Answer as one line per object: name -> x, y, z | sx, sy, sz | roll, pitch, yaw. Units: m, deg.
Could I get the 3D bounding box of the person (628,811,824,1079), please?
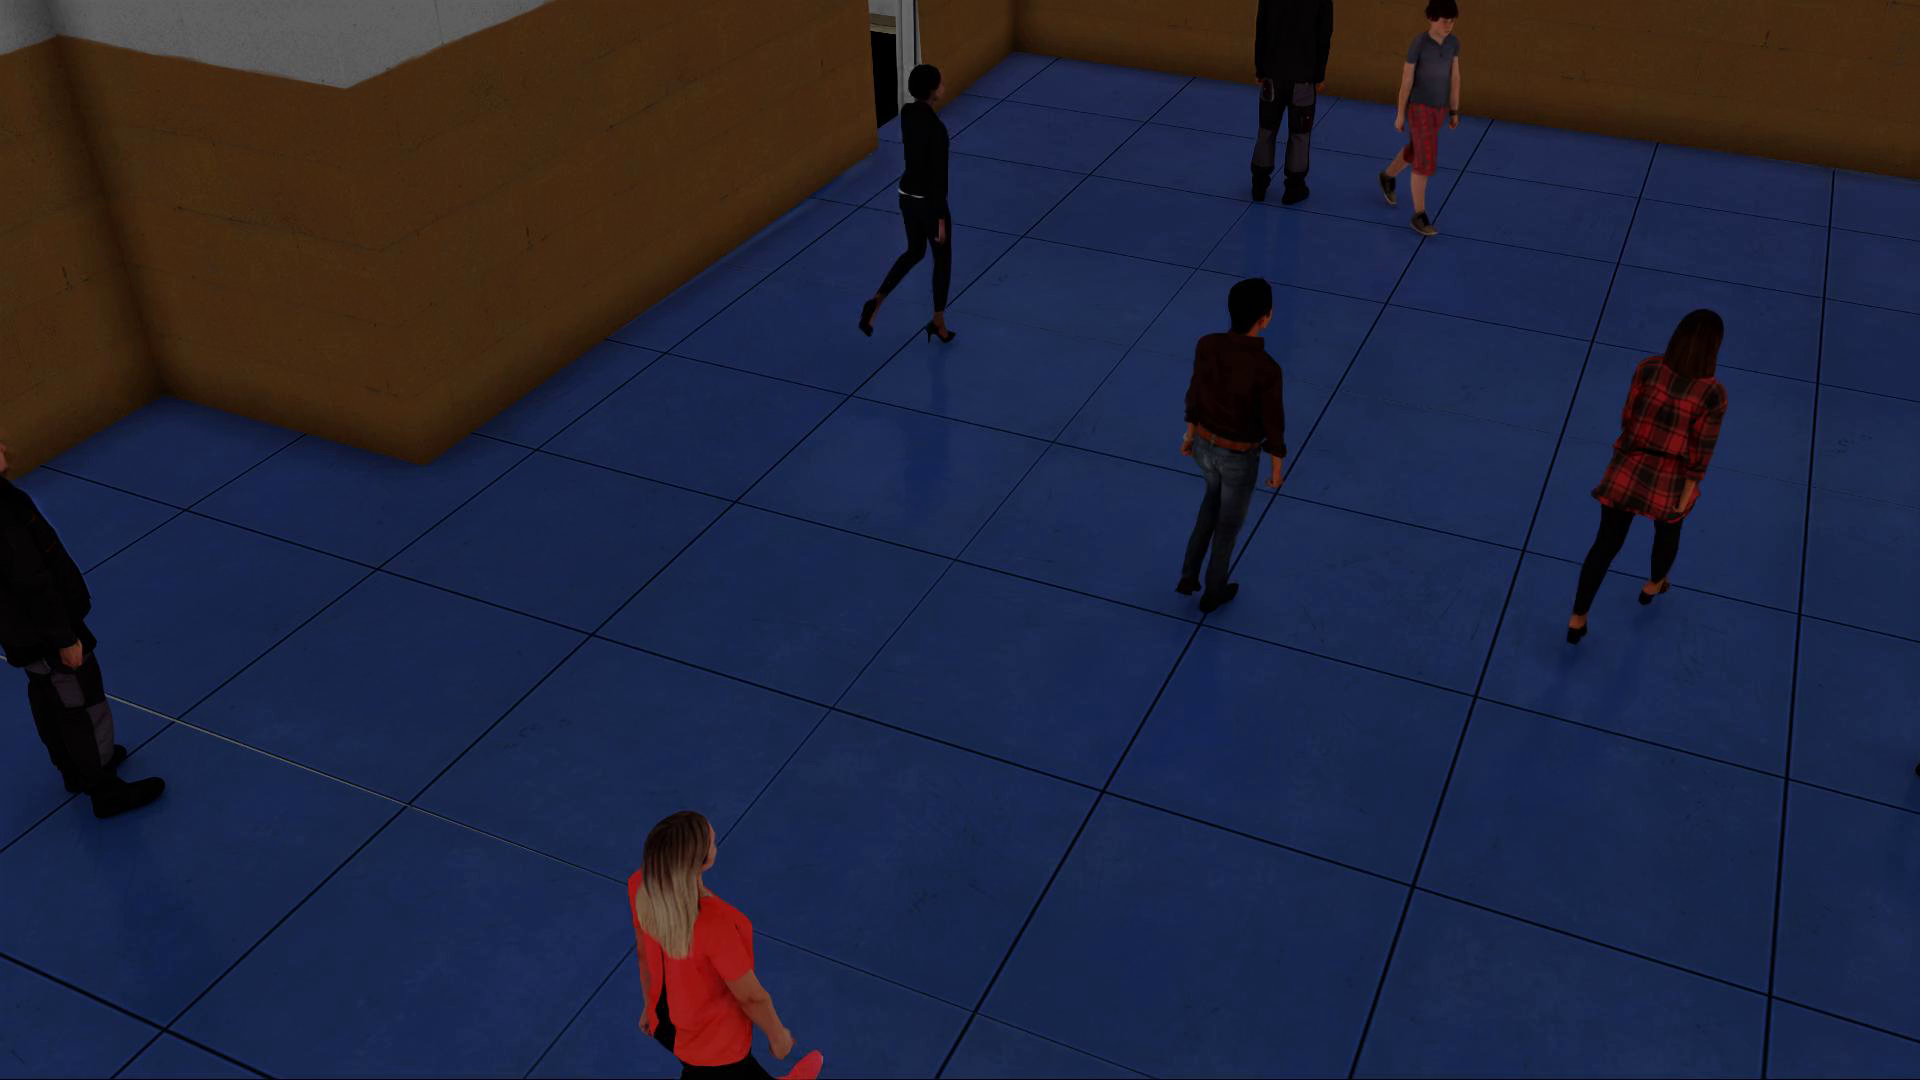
person -> -0.847, 1.536, 4.990 | 1.071, 1.655, 0.893 | 28, 43, 36

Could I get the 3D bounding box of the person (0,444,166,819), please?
person -> -3.692, 0.298, 6.642 | 0.686, 1.865, 0.893 | 27, 42, 35

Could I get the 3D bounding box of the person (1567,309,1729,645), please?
person -> 3.138, -0.250, 7.667 | 1.108, 1.664, 0.886 | 26, 42, 33

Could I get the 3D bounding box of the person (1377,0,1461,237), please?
person -> 3.307, -3.100, 11.977 | 1.071, 1.623, 1.142 | -13, 36, -18

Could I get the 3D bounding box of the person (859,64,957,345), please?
person -> -0.293, -1.973, 10.120 | 0.925, 1.817, 0.979 | -23, 40, -30

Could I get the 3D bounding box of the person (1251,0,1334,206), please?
person -> 2.418, -3.434, 12.198 | 0.533, 1.946, 0.765 | 12, 36, 18

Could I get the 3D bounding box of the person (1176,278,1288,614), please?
person -> 1.203, -0.378, 7.762 | 0.687, 1.773, 0.829 | 28, 42, 35
